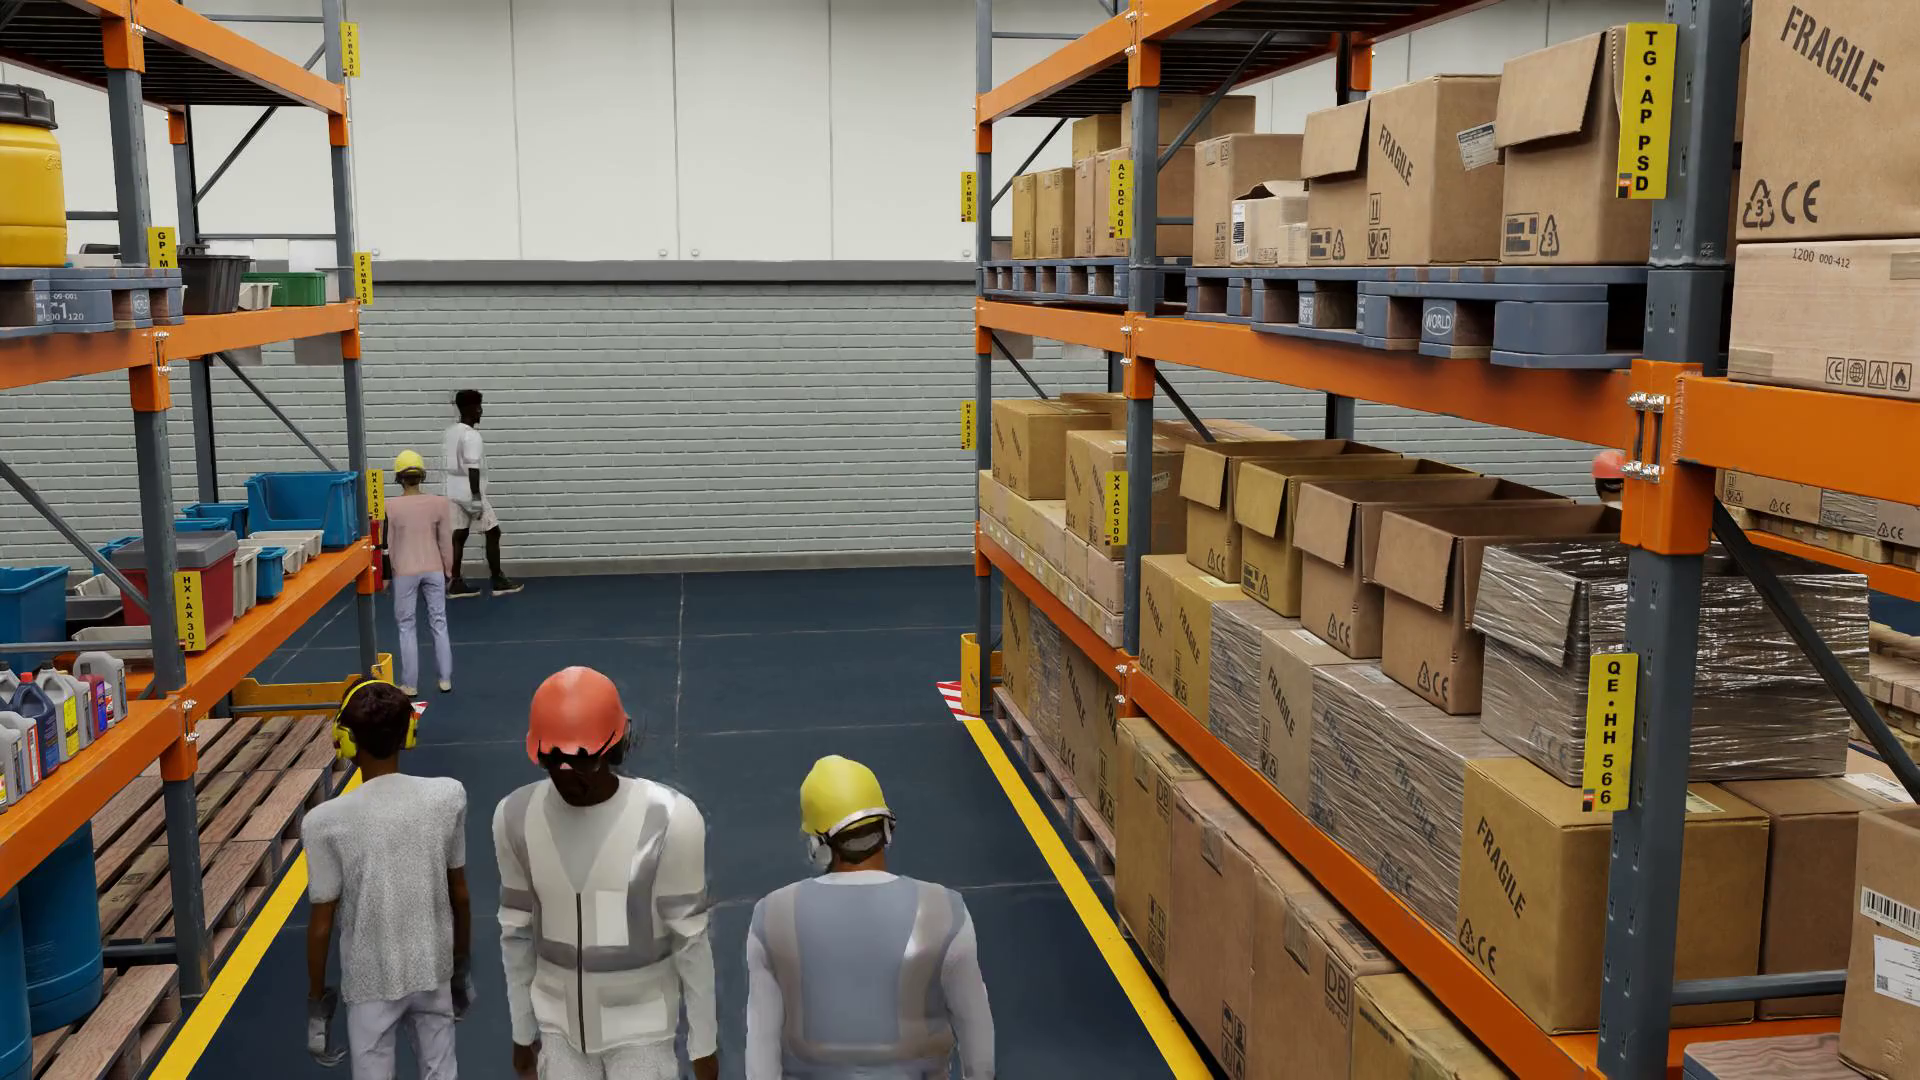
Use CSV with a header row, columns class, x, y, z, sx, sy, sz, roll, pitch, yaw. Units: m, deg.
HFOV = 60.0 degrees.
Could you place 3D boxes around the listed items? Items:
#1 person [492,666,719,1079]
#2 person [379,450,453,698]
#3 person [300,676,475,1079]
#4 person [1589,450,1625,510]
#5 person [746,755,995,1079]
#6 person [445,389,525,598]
class,x,y,z,sx,sy,sz,roll,pitch,yaw
person,-0.940,1.294,4.581,0.643,2.015,0.662,2,9,13
person,-3.883,0.239,11.874,0.533,1.765,0.330,-7,11,-36
person,-1.673,1.325,4.912,0.507,1.859,0.340,-7,12,-38
person,4.048,0.400,10.390,0.559,1.923,0.599,0,9,1
person,-0.213,1.437,4.391,0.615,1.784,0.834,1,9,8
person,-4.433,-0.434,15.465,0.770,1.940,0.642,-8,12,-39
